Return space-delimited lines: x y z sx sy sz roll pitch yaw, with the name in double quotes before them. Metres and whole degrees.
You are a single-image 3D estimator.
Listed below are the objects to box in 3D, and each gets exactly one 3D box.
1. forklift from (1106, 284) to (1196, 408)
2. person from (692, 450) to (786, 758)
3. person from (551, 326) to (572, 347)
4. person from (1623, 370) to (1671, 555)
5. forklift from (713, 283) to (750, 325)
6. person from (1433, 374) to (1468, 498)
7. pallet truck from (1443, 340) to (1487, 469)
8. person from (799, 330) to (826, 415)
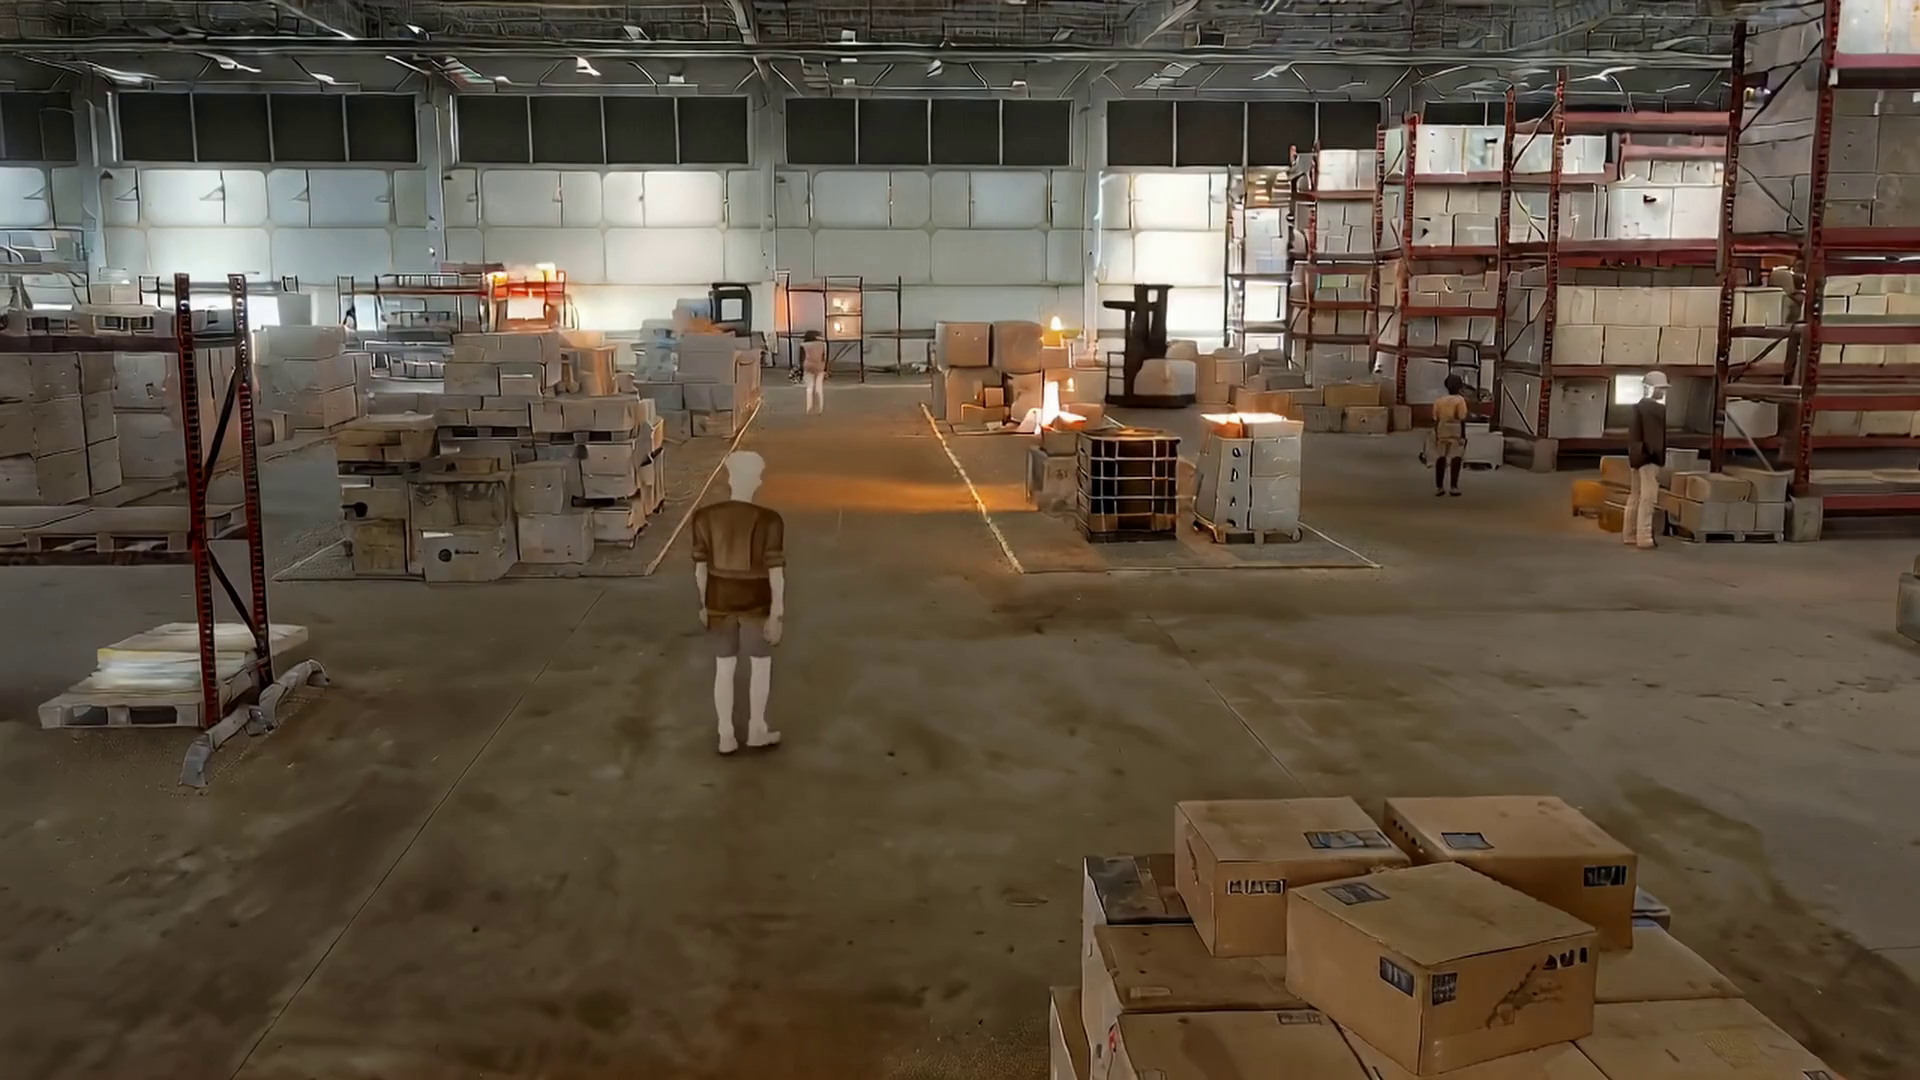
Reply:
"forklift" 4.402 -4.480 38.162 1.873 2.768 1.129 8 12 40
"person" -1.385 0.400 10.475 0.640 1.957 0.474 2 9 10
"person" -8.954 -3.808 37.044 0.657 1.883 1.027 -1 9 -8
"person" 7.487 -0.845 18.106 0.387 1.996 0.611 -1 9 -5
"forklift" -5.939 -5.320 43.434 1.129 2.768 1.873 -1 9 -4
"person" 6.680 -1.416 22.624 0.317 1.696 0.540 -6 11 -34
"pallet truck" 8.004 -2.170 26.422 0.823 1.965 1.885 2 9 14
"person" -3.217 -3.645 36.176 0.634 1.839 0.429 -5 10 -26
